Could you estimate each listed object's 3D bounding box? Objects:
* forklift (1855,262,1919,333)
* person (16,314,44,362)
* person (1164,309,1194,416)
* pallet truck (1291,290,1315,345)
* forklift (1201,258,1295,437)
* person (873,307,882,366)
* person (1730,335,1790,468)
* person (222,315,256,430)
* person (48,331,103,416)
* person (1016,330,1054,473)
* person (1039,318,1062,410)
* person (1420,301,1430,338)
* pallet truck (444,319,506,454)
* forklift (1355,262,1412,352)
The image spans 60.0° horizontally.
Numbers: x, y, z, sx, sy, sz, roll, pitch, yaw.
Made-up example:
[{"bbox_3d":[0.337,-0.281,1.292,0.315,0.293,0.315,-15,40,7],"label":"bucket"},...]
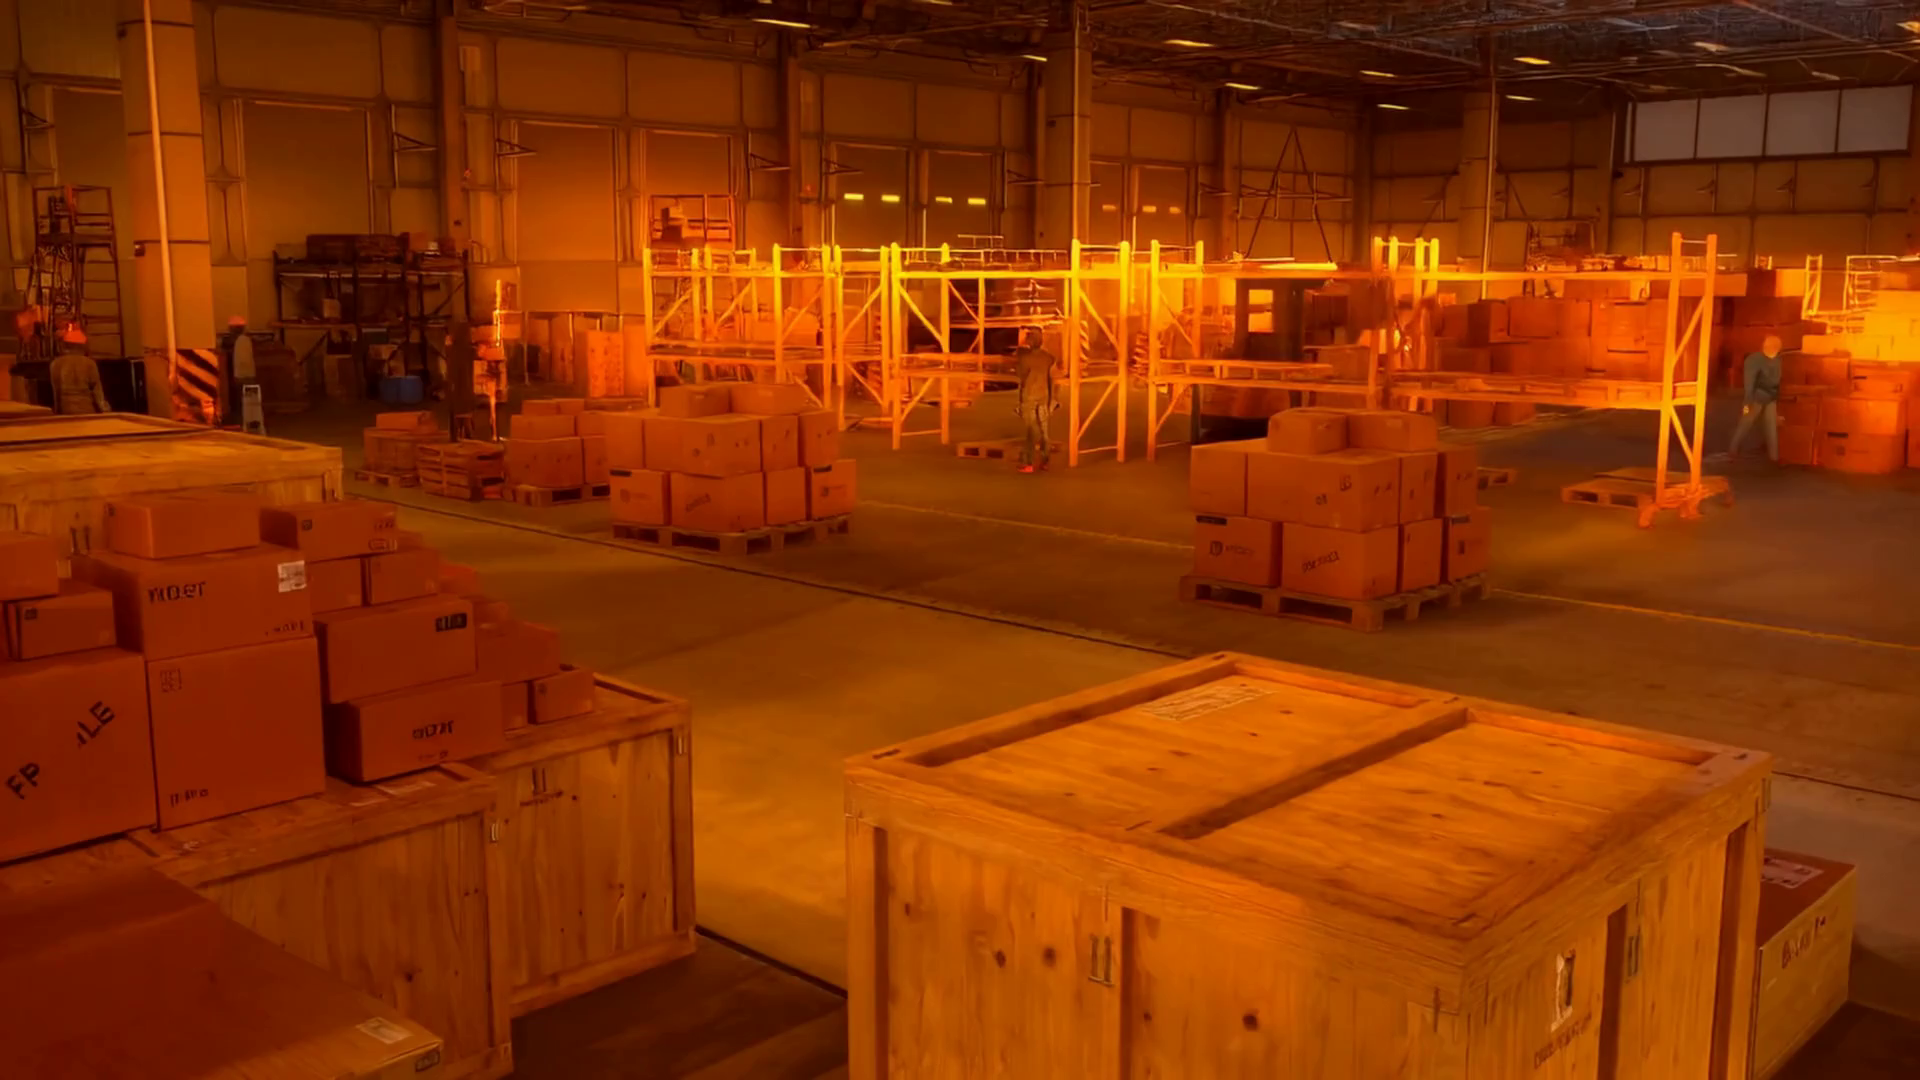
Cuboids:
[{"bbox_3d":[23.390,-5.543,41.532,1.129,2.768,1.873,-1,9,-5],"label":"forklift"},{"bbox_3d":[-14.774,-2.621,26.487,0.349,1.942,0.545,-6,11,-33],"label":"person"},{"bbox_3d":[3.984,-3.222,30.179,0.629,1.940,0.373,-5,10,-27],"label":"person"},{"bbox_3d":[11.297,-6.951,52.861,1.885,1.965,0.823,-5,11,-29],"label":"pallet truck"},{"bbox_3d":[4.840,-3.124,26.697,1.129,2.768,1.873,9,13,43],"label":"forklift"},{"bbox_3d":[-2.163,-5.386,44.400,0.312,1.633,0.519,-2,9,-9],"label":"person"},{"bbox_3d":[10.778,-1.870,22.422,0.648,1.785,0.820,-4,10,-22],"label":"person"},{"bbox_3d":[-11.832,-2.719,27.207,0.798,1.894,0.611,-3,10,-17],"label":"person"},{"bbox_3d":[-10.622,-1.559,20.051,0.585,1.917,0.382,0,9,-3],"label":"person"},{"bbox_3d":[0.970,-1.799,21.676,0.537,1.867,0.314,-4,10,-22],"label":"person"},{"bbox_3d":[1.717,-3.330,31.472,0.500,1.733,0.333,-5,10,-27],"label":"person"},{"bbox_3d":[14.667,-6.690,52.265,0.532,1.665,0.793,6,11,34],"label":"person"},{"bbox_3d":[-6.981,-1.942,22.150,1.885,1.965,0.823,1,9,9],"label":"pallet truck"},{"bbox_3d":[10.647,-5.760,42.863,1.129,2.768,1.873,-6,11,-33],"label":"forklift"}]
